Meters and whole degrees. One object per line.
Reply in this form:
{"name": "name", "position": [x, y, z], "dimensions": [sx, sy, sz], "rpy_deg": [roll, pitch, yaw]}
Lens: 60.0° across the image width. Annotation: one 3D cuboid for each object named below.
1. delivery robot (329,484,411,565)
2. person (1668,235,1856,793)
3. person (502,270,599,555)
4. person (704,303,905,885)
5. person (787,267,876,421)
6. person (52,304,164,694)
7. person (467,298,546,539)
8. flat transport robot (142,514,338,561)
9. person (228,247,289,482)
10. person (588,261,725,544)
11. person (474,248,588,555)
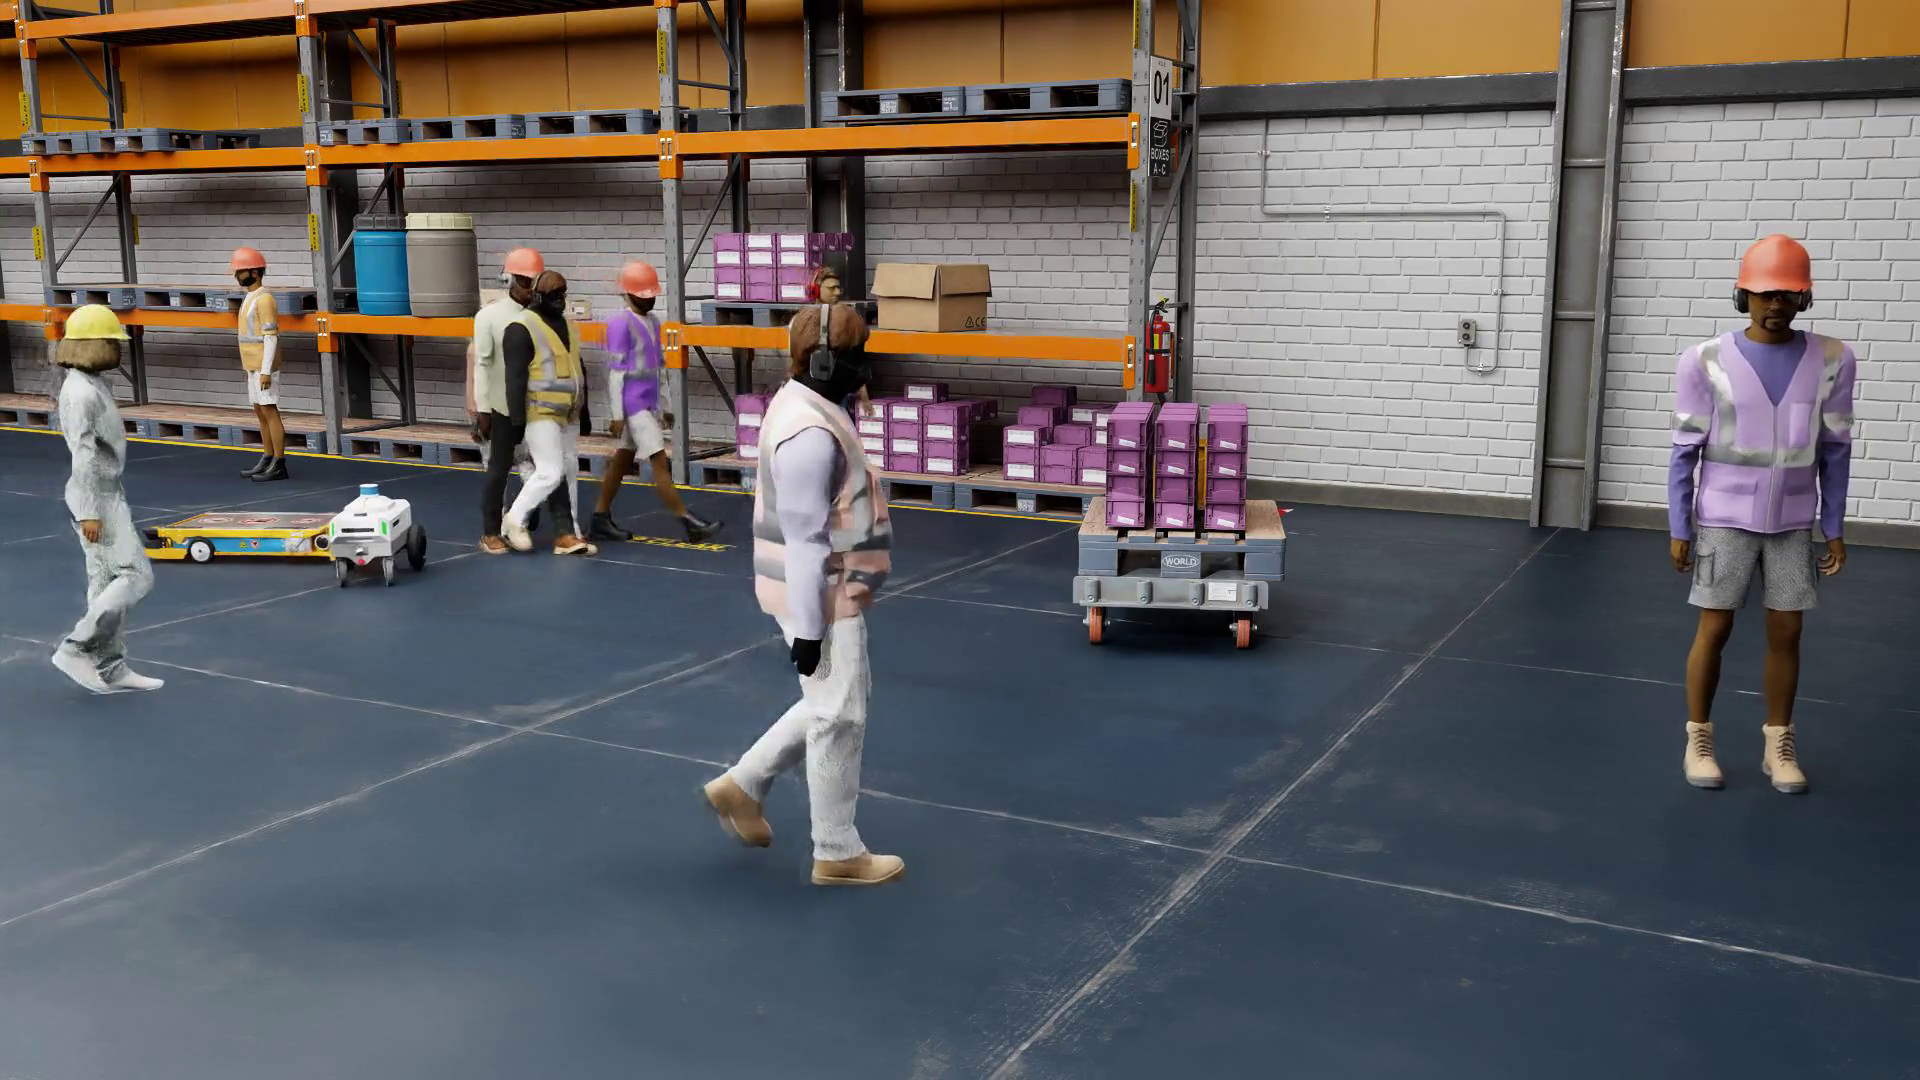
{"name": "delivery robot", "position": [-3.496, -0.089, 9.877], "dimensions": [0.477, 0.478, 0.707], "rpy_deg": [-1, 10, -7]}
{"name": "person", "position": [2.897, -0.078, 6.046], "dimensions": [0.610, 2.030, 0.412], "rpy_deg": [2, 10, 9]}
{"name": "person", "position": [-2.605, -0.784, 10.503], "dimensions": [0.516, 1.825, 0.706], "rpy_deg": [4, 11, 20]}
{"name": "person", "position": [-0.476, 0.186, 5.139], "dimensions": [0.538, 1.828, 0.638], "rpy_deg": [-1, 10, -6]}
{"name": "person", "position": [-0.809, -0.927, 11.273], "dimensions": [0.828, 1.818, 0.578], "rpy_deg": [7, 12, 33]}
{"name": "person", "position": [-3.739, -0.162, 7.287], "dimensions": [0.370, 1.727, 0.505], "rpy_deg": [-5, 11, -23]}
{"name": "person", "position": [-2.977, -0.794, 11.054], "dimensions": [0.547, 1.616, 0.534], "rpy_deg": [-6, 12, -30]}
{"name": "flat transport robot", "position": [-4.378, -0.031, 10.598], "dimensions": [1.431, 0.197, 0.652], "rpy_deg": [0, 10, 2]}
{"name": "person", "position": [-5.835, -1.454, 13.825], "dimensions": [0.356, 1.939, 0.542], "rpy_deg": [-8, 13, -37]}
{"name": "person", "position": [-2.042, -0.884, 10.914], "dimensions": [0.996, 1.854, 0.581], "rpy_deg": [2, 10, 10]}
{"name": "person", "position": [-2.729, -0.849, 10.492], "dimensions": [0.643, 1.942, 0.945], "rpy_deg": [-9, 14, -42]}
